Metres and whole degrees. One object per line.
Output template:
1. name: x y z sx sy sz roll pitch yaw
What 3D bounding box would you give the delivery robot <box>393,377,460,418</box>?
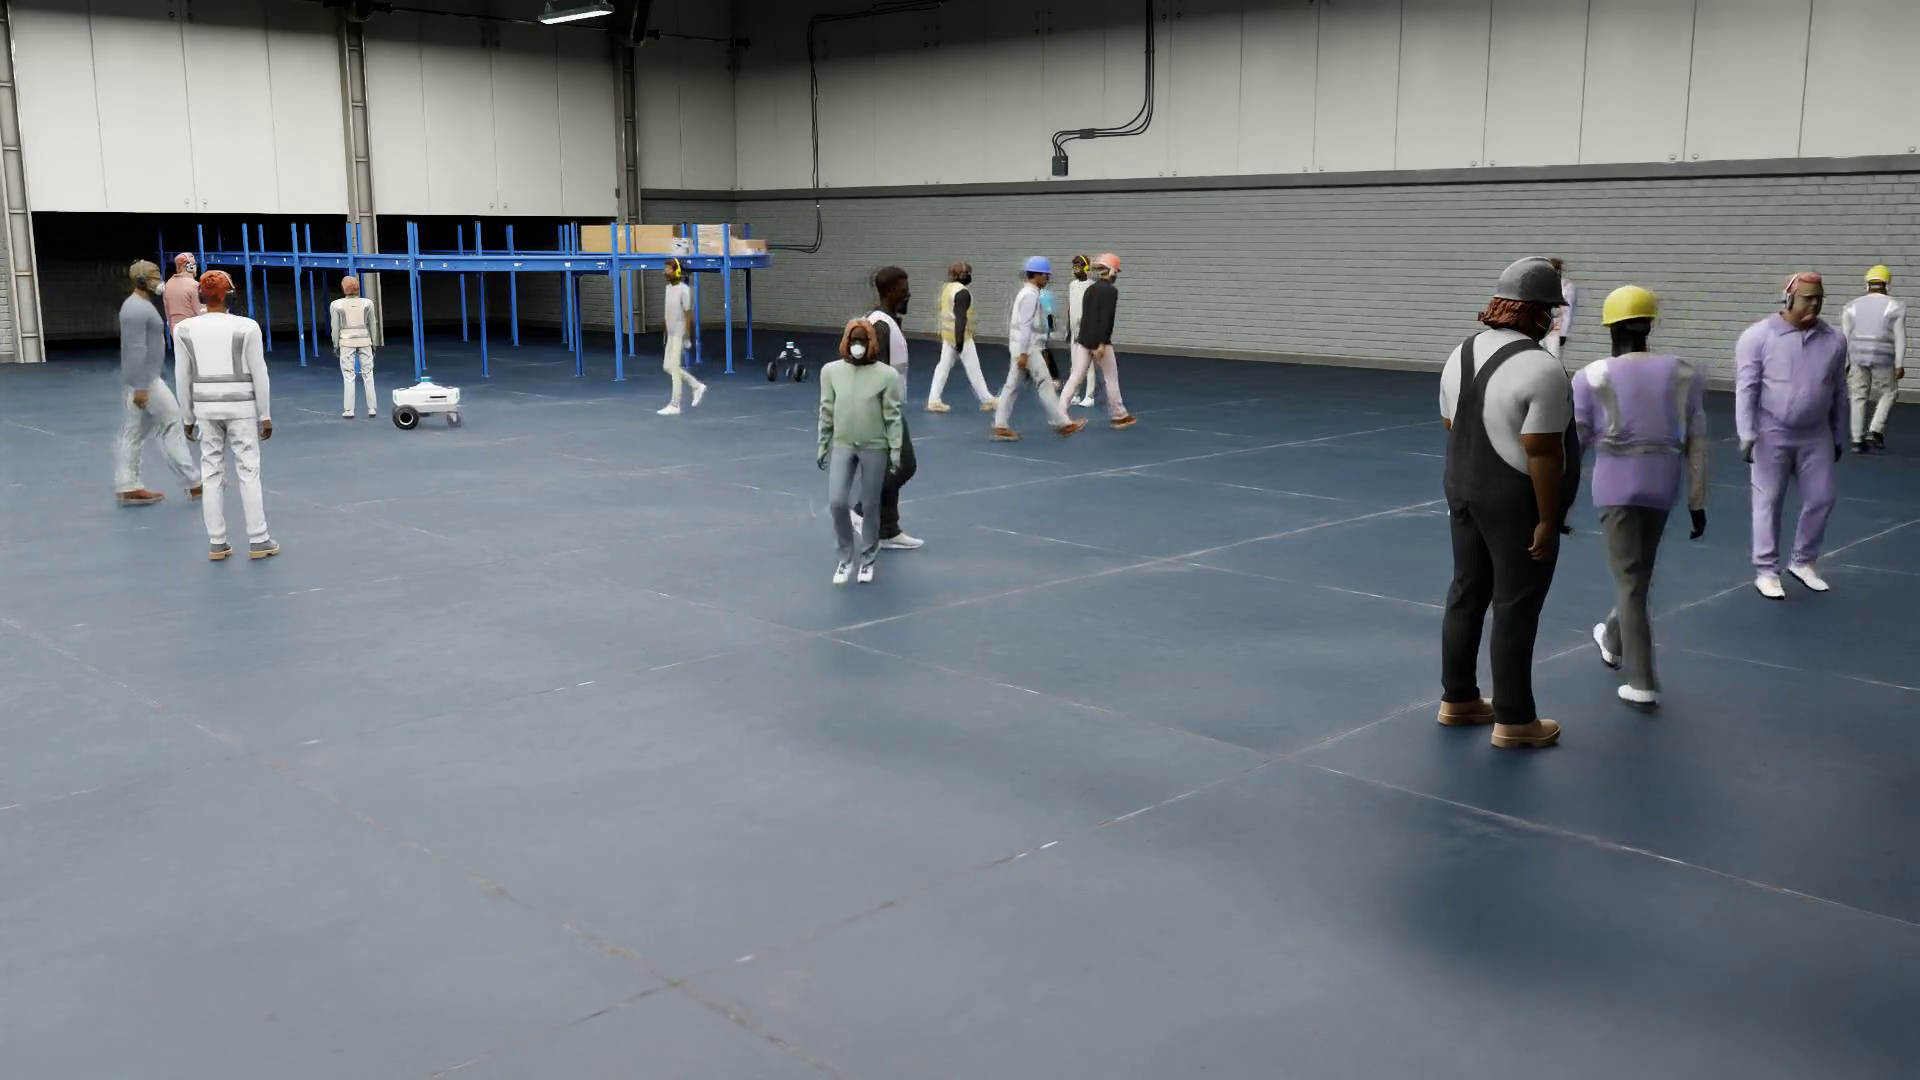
1. delivery robot: -5.935 -1.572 18.506 0.707 0.478 0.477 -3 11 -18

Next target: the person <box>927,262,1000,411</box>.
1. person: 0.035 -2.437 20.003 0.977 1.787 0.654 -4 11 -20

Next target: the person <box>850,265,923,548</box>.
1. person: -0.476 -0.882 11.186 0.440 1.908 0.613 1 10 3

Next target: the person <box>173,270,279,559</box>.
1. person: -4.811 -0.816 10.910 0.572 1.883 0.358 -1 10 -4

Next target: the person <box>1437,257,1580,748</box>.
1. person: 2.339 -0.156 6.997 0.536 2.000 0.676 -4 11 -20

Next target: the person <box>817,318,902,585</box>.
1. person: -0.613 -0.525 10.027 0.538 1.610 0.525 1 10 7

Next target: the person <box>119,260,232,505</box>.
1. person: -6.253 -1.239 13.141 0.900 1.906 0.655 -5 11 -24

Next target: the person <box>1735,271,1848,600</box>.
1. person: 4.881 -0.616 9.771 0.671 1.902 0.457 1 10 3

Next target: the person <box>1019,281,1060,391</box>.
1. person: 0.993 -2.827 22.501 0.901 1.647 0.546 -3 11 -18

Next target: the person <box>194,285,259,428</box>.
1. person: -8.128 -2.027 18.279 0.837 1.600 0.509 -1 10 -6

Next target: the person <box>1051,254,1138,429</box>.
1. person: 1.475 -2.162 18.183 1.068 1.916 0.649 -6 12 -31

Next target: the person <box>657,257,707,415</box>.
1. person: -3.338 -2.431 19.792 0.610 1.855 0.530 -7 13 -35

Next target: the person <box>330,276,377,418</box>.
1. person: -7.048 -2.248 19.379 0.514 1.641 0.307 -7 12 -32

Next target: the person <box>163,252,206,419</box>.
1. person: -8.856 -2.351 19.202 0.641 1.913 0.407 6 12 29

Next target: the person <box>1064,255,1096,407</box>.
1. person: 1.507 -2.597 20.676 0.327 1.865 0.520 -10 15 -44

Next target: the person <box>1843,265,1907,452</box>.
1. person: 8.908 -1.759 16.231 0.425 1.816 0.624 -9 14 -40

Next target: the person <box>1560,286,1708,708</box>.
1. person: 3.071 -0.229 7.724 0.605 1.867 0.988 0 10 -2

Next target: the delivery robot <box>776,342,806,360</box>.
1. delivery robot: -2.498 -2.794 24.460 0.335 0.223 0.698 3 11 15

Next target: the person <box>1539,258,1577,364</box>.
1. person: 7.224 -2.563 20.570 0.690 1.823 0.641 -8 13 -39

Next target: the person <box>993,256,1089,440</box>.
1. person: 0.808 -1.964 17.145 1.003 1.885 0.611 -1 10 -6

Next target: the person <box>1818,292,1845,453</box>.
1. person: 7.936 -1.609 15.618 0.881 1.724 0.541 -1 10 -7
